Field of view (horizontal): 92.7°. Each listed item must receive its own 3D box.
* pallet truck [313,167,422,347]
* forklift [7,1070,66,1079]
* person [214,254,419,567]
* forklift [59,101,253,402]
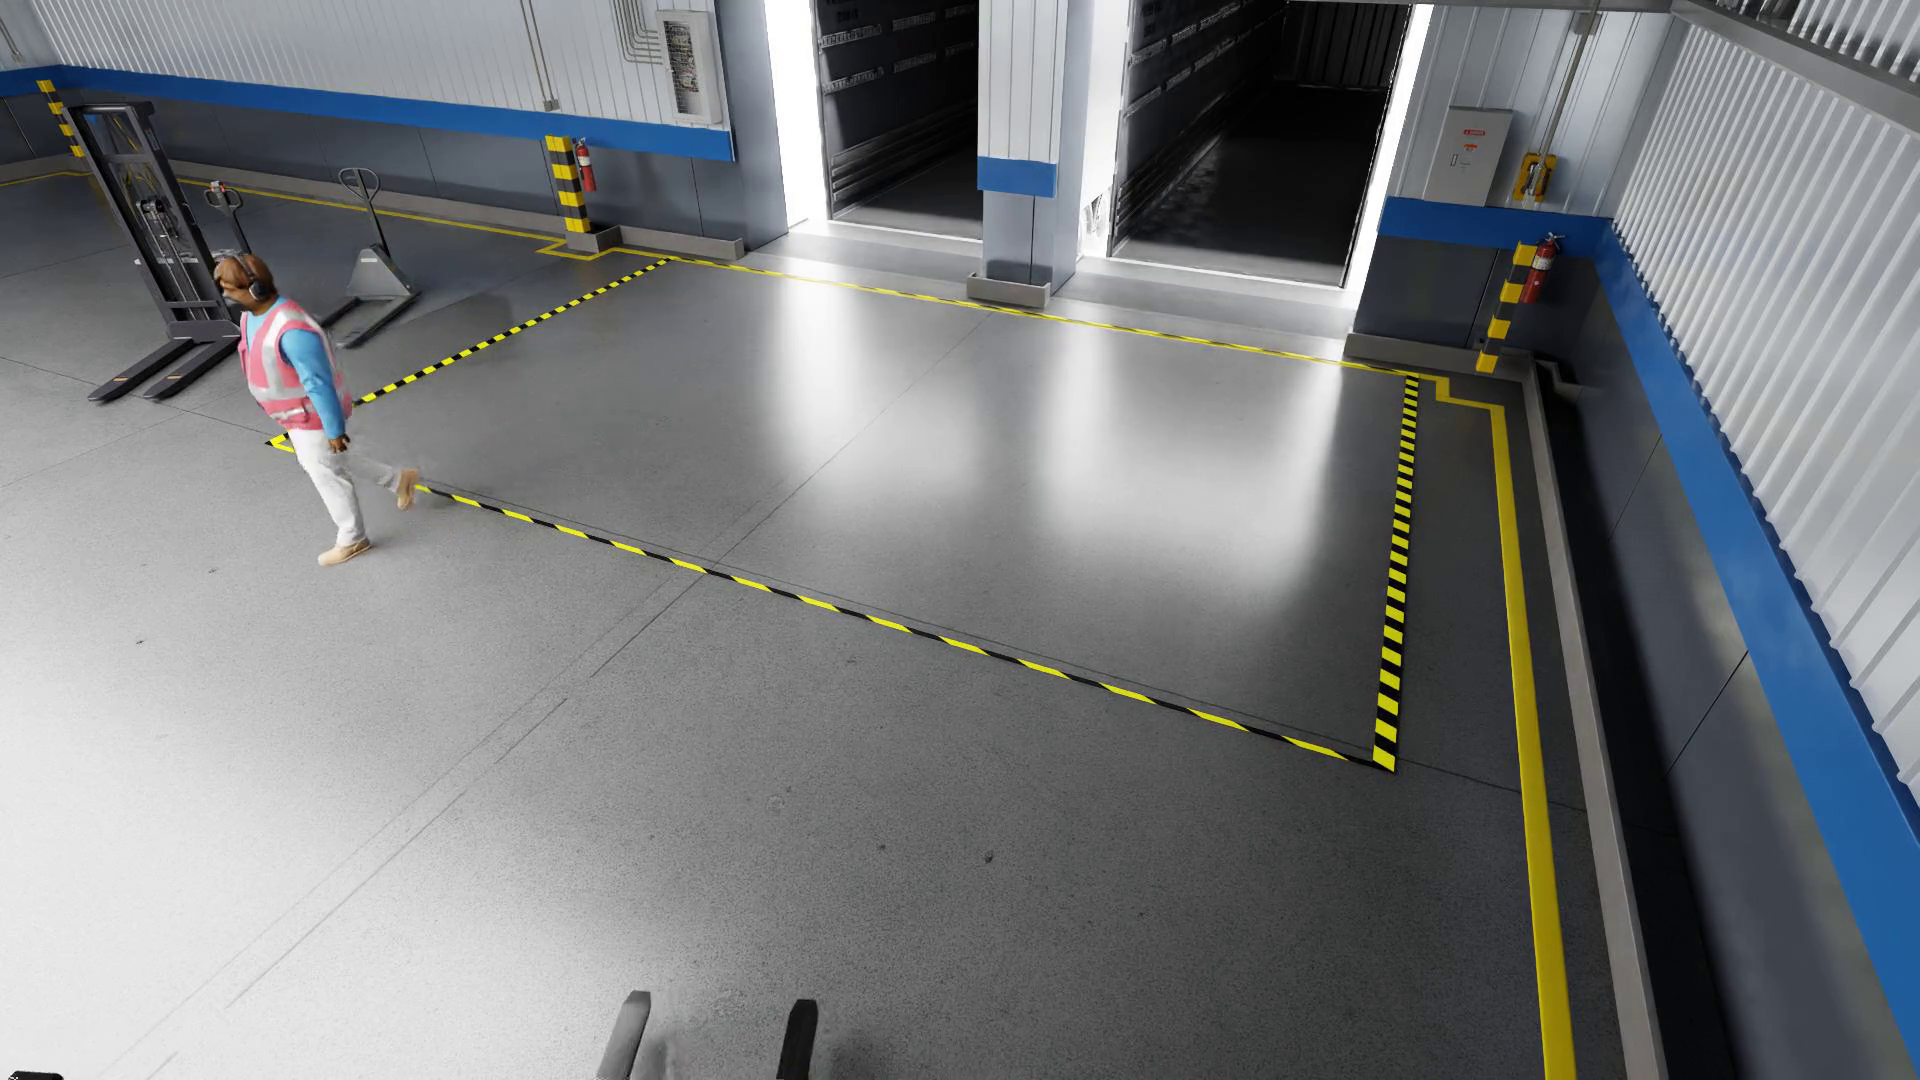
[{"bbox_3d":[-5.732,-2.611,8.414,0.680,1.201,1.601,-1,35,-1],"label":"pallet truck"},{"bbox_3d":[-0.954,2.127,0.666,1.157,2.036,2.680,2,35,2],"label":"forklift"},{"bbox_3d":[-3.634,-0.744,5.234,0.629,1.822,0.722,28,44,34],"label":"person"},{"bbox_3d":[-6.686,-2.387,7.434,0.823,1.965,1.885,-3,35,-5],"label":"forklift"}]
